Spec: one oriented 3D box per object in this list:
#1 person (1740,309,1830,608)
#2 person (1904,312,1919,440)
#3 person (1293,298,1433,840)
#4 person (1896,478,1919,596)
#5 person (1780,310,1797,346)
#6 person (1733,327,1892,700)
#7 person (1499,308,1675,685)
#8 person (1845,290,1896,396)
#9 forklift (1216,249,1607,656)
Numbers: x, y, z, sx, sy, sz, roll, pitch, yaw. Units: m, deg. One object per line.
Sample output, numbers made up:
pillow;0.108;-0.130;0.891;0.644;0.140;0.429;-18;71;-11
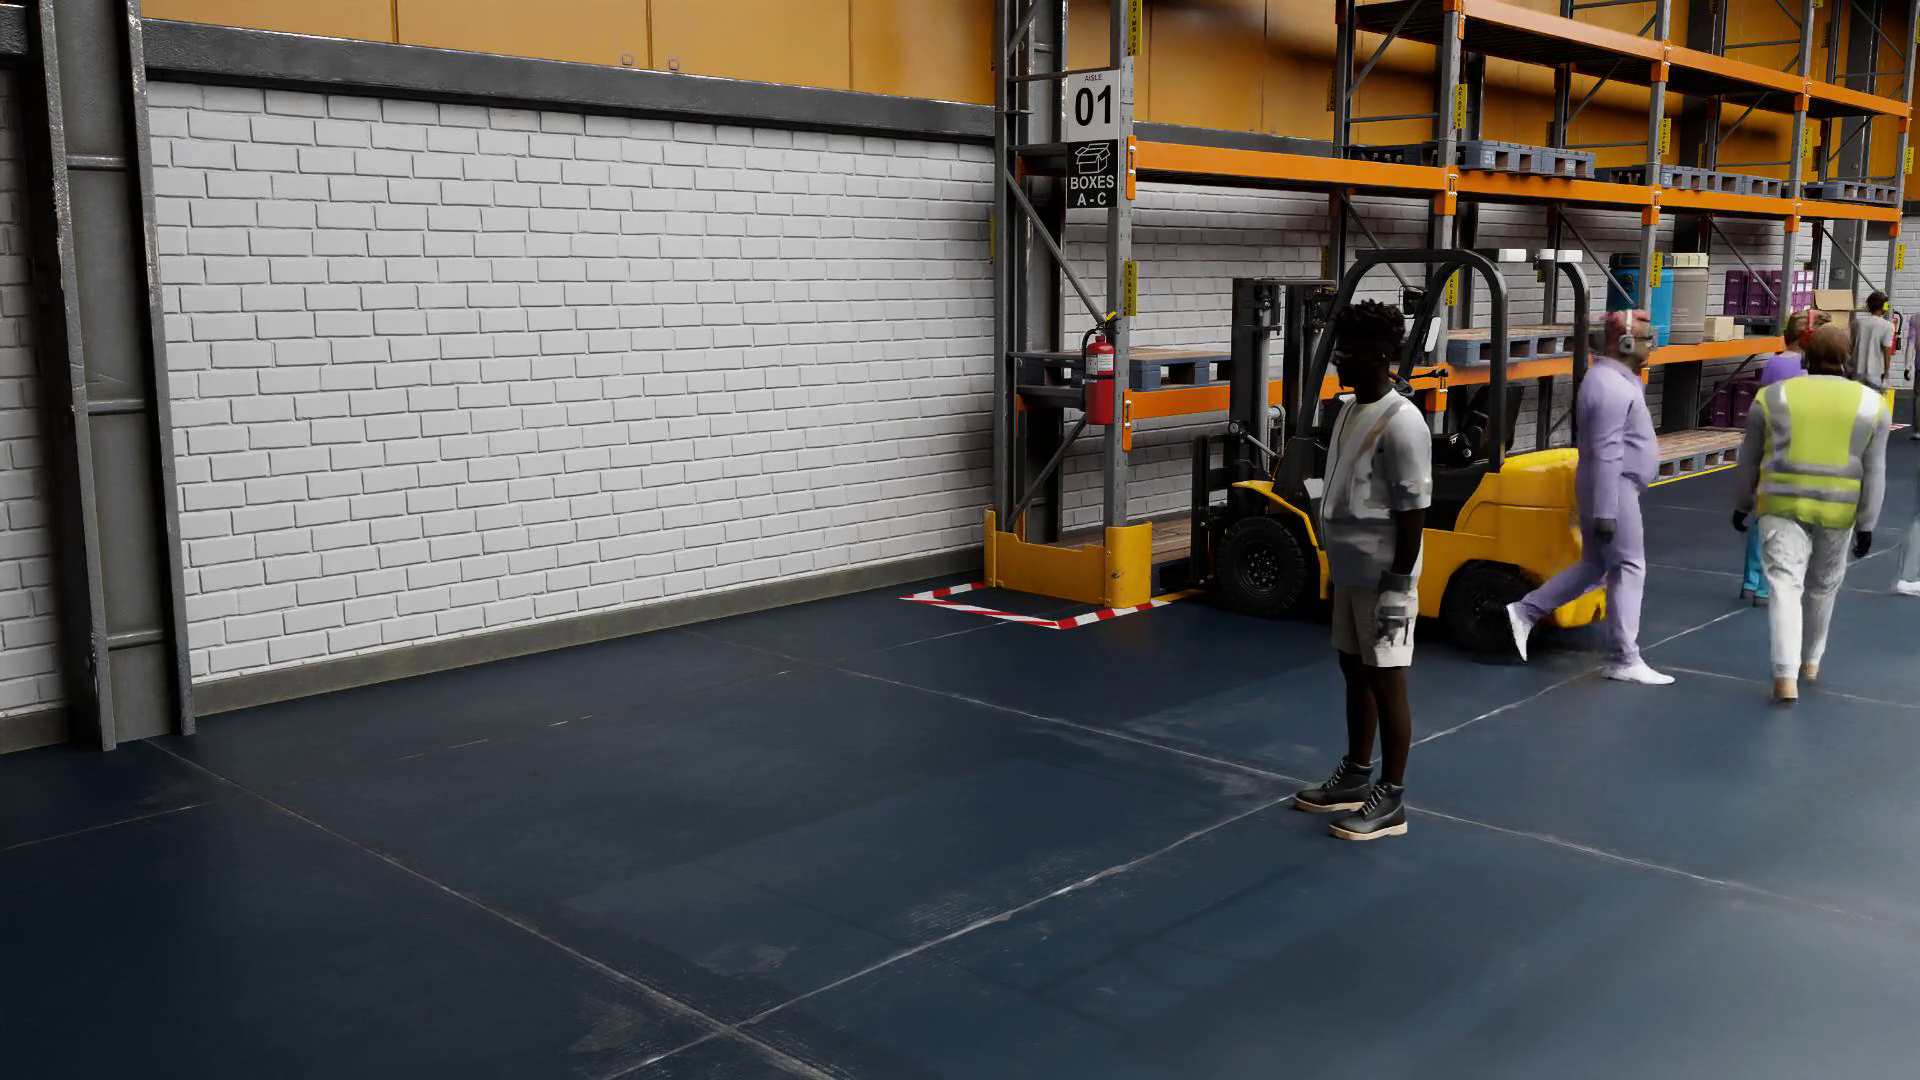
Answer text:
person;5.030;-0.488;10.160;0.382;1.832;0.560;0;9;3
person;11.628;-2.102;19.856;0.610;1.889;0.892;5;11;30
person;1.493;0.107;6.082;0.373;1.966;0.607;-1;9;-8
person;6.328;-0.434;10.569;0.849;1.571;0.555;-4;10;-25
person;6.308;-0.863;12.654;0.546;1.751;0.449;-4;10;-22
person;4.124;-0.133;8.100;0.634;1.801;0.954;4;10;21
person;3.193;-0.221;8.374;0.789;1.881;0.660;3;10;17
person;9.919;-1.813;18.254;0.741;1.844;0.521;-8;12;-39
forklift;2.710;-0.584;9.626;2.313;2.155;1.214;9;13;43
